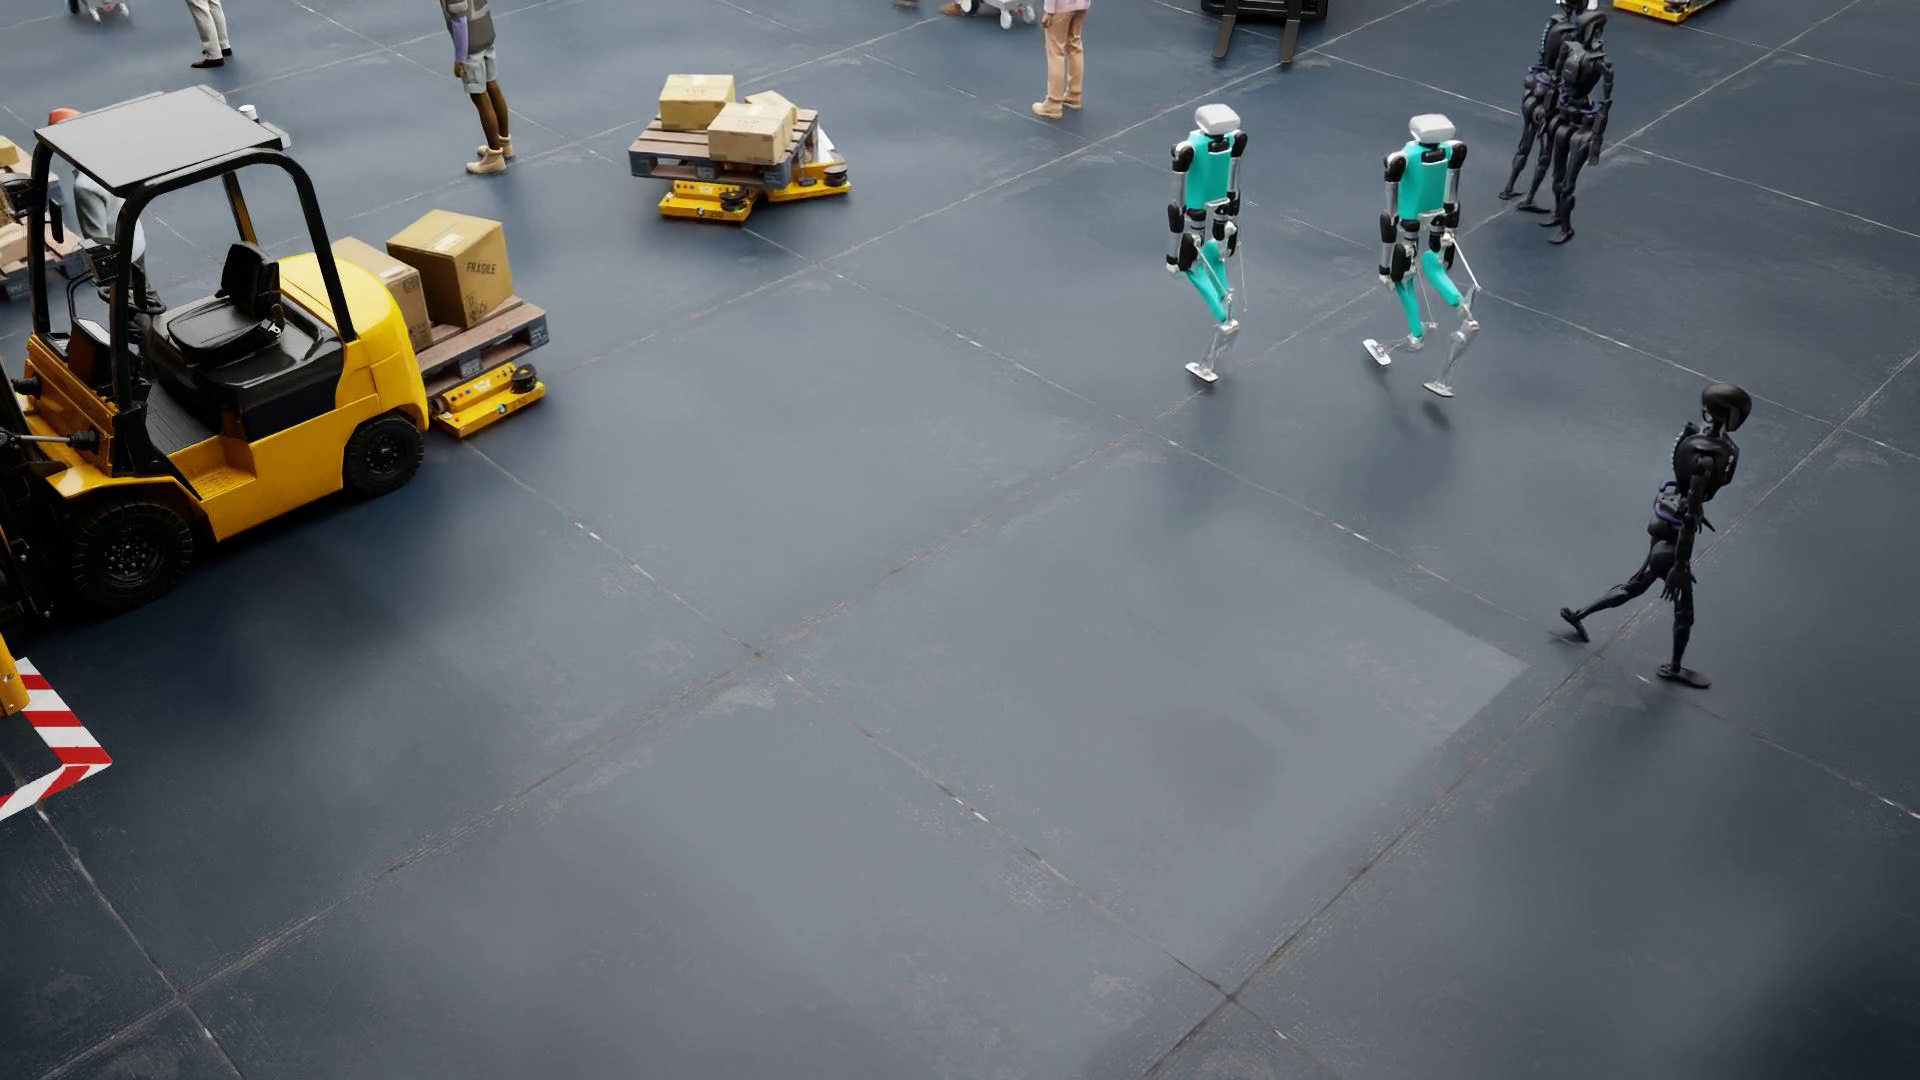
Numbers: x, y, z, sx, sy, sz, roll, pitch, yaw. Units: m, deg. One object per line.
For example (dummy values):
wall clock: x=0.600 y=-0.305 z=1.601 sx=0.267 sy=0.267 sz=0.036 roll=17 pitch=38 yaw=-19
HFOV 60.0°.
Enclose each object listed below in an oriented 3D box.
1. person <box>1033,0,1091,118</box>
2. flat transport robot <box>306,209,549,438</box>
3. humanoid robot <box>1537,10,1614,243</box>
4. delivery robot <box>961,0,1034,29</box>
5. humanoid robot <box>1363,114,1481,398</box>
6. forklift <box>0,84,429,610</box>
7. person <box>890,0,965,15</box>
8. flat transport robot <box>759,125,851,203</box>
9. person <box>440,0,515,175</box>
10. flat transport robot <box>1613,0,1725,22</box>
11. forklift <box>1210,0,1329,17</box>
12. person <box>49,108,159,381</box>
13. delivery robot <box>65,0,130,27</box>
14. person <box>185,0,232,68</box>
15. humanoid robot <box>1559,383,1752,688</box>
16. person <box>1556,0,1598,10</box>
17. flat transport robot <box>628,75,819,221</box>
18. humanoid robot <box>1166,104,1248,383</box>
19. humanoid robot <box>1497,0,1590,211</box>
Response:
person: x=0.886 y=-4.344 z=13.555 sx=0.405 sy=1.775 sz=0.539 roll=26 pitch=44 yaw=30
flat transport robot: x=-3.330 y=-1.085 z=10.448 sx=1.431 sy=0.231 sz=0.659 roll=27 pitch=44 yaw=31
humanoid robot: x=4.383 y=-2.940 z=11.768 sx=0.419 sy=1.640 sz=0.600 roll=-17 pitch=40 yaw=-22
delivery robot: x=0.371 y=-5.199 z=15.718 sx=0.499 sy=0.595 sz=0.792 roll=-22 pitch=42 yaw=-27
humanoid robot: x=2.837 y=-1.601 z=9.947 sx=0.546 sy=1.750 sz=1.039 roll=-14 pitch=39 yaw=-18
forklift: x=-4.145 y=-1.093 z=8.856 sx=2.313 sy=2.155 sz=1.214 roll=-31 pitch=47 yaw=-34
person: x=-0.308 y=-5.837 z=15.448 sx=0.935 sy=1.886 sz=0.658 roll=1 pitch=37 yaw=1
flat transport robot: x=-1.370 y=-3.052 z=13.083 sx=0.659 sy=0.231 sz=1.431 roll=-12 pitch=38 yaw=-15
person: x=-3.720 y=-3.765 z=12.566 sx=0.400 sy=2.032 sz=0.606 roll=4 pitch=37 yaw=6
flat transport robot: x=7.022 y=-5.361 z=16.173 sx=1.431 sy=0.231 sz=0.659 roll=-30 pitch=46 yaw=-34
forklift: x=3.106 y=-6.400 z=15.960 sx=1.214 sy=2.155 sz=2.313 roll=8 pitch=37 yaw=10
person: x=-5.185 y=-1.800 z=10.179 sx=0.351 sy=1.739 sz=0.572 roll=-4 pitch=37 yaw=-5
delivery robot: x=-8.202 y=-5.235 z=15.781 sx=0.499 sy=0.614 sz=0.815 roll=-25 pitch=43 yaw=-29
person: x=-6.708 y=-5.014 z=14.444 sx=0.384 sy=1.783 sz=0.537 roll=-1 pitch=37 yaw=-1
humanoid robot: x=3.394 y=-0.050 z=7.944 sx=0.769 sy=1.654 sz=0.609 roll=16 pitch=40 yaw=20
person: x=6.030 y=-5.850 z=15.679 sx=0.512 sy=1.641 sz=0.311 roll=21 pitch=42 yaw=26
flat transport robot: x=-1.787 y=-2.865 z=12.832 sx=0.659 sy=0.231 sz=1.431 roll=7 pitch=37 yaw=9
humanoid robot: x=1.581 y=-1.650 z=10.055 sx=0.543 sy=1.892 sz=0.730 roll=-22 pitch=42 yaw=-27
humanoid robot: x=4.288 y=-3.242 z=12.165 sx=0.356 sy=1.653 sz=0.584 roll=-3 pitch=37 yaw=-5
